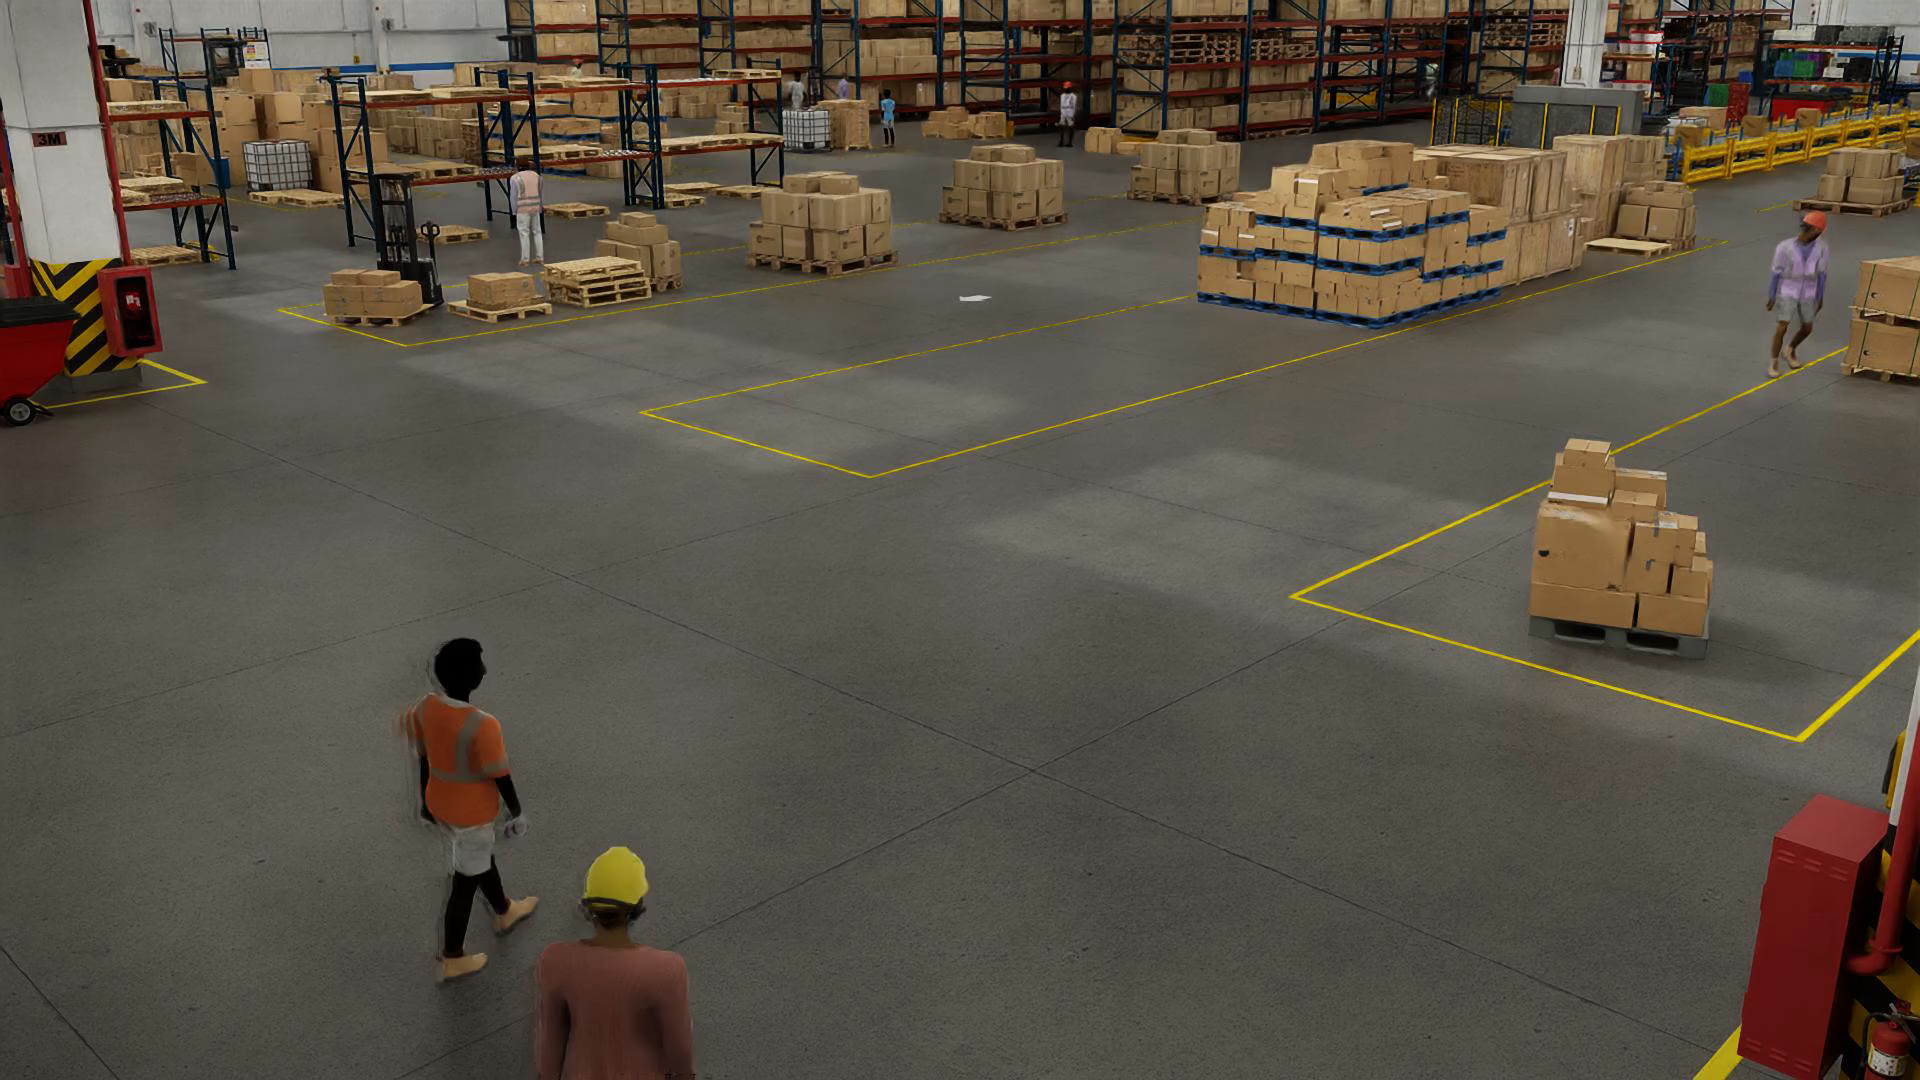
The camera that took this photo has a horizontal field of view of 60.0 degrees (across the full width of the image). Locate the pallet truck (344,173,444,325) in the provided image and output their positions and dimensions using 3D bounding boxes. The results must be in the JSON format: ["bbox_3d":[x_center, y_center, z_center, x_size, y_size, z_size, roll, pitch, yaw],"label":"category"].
[{"bbox_3d":[-8.209,-4.181,23.757,0.823,1.965,1.885,3,19,9],"label":"pallet truck"}]

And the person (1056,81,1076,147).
[{"bbox_3d":[3.113,-12.549,49.101,0.579,1.908,0.810,12,22,32],"label":"person"}]

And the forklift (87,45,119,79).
[{"bbox_3d":[-26.944,-14.161,52.447,1.873,2.768,1.129,6,19,18],"label":"forklift"}]

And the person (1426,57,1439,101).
[{"bbox_3d":[19.622,-19.163,69.188,0.576,1.818,0.810,15,23,38],"label":"person"}]

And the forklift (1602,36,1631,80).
[{"bbox_3d":[24.333,-17.287,61.864,1.129,2.768,1.873,17,25,41],"label":"forklift"}]

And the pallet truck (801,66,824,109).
[{"bbox_3d":[-4.812,-15.182,56.903,0.823,1.965,1.885,-9,21,-26],"label":"pallet truck"}]

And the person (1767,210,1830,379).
[{"bbox_3d":[10.088,-2.973,20.087,0.652,2.020,0.507,3,19,8],"label":"person"}]

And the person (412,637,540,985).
[{"bbox_3d":[-2.254,1.238,7.931,0.553,1.661,0.787,13,23,35],"label":"person"}]

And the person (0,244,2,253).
[{"bbox_3d":[-14.346,-4.296,24.199,0.645,1.933,0.725,-6,19,-18],"label":"person"}]

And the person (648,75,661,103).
[{"bbox_3d":[-9.857,-13.983,53.443,0.561,1.898,0.658,12,22,31],"label":"person"}]

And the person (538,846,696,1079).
[{"bbox_3d":[-1.190,1.893,5.828,0.548,1.751,0.399,2,18,6],"label":"person"}]

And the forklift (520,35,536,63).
[{"bbox_3d":[-16.455,-17.891,63.685,1.873,2.768,1.129,0,18,-1],"label":"forklift"}]

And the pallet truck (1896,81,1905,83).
[{"bbox_3d":[34.802,-16.331,61.455,0.653,1.274,1.630,17,25,41],"label":"pallet truck"}]

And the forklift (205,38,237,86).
[{"bbox_3d":[-26.396,-16.579,59.731,1.873,2.768,1.129,17,25,41],"label":"forklift"}]

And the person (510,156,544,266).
[{"bbox_3d":[-7.348,-5.576,28.229,0.431,1.836,0.619,15,23,38],"label":"person"}]

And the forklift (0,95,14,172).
[{"bbox_3d":[-24.269,-10.815,42.365,1.129,2.768,1.873,17,25,41],"label":"forklift"}]

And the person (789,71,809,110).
[{"bbox_3d":[-5.314,-14.539,55.075,0.626,1.911,1.001,-17,25,-42],"label":"person"}]

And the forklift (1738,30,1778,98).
[{"bbox_3d":[34.739,-20.584,71.798,1.129,2.768,1.873,-6,19,-16],"label":"forklift"}]

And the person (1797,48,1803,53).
[{"bbox_3d":[41.894,-23.692,82.991,0.518,1.705,0.414,-12,22,-32],"label":"person"}]

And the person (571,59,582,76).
[{"bbox_3d":[-14.531,-17.383,63.604,0.966,1.946,0.616,4,19,11],"label":"person"}]

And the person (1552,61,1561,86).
[{"bbox_3d":[22.898,-17.349,63.586,0.639,1.902,0.407,-2,18,-5],"label":"person"}]

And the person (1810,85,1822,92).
[{"bbox_3d":[30.474,-15.800,59.237,0.448,1.686,0.548,-2,18,-5],"label":"person"}]

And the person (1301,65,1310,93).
[{"bbox_3d":[14.195,-18.690,68.109,0.856,1.586,0.504,12,22,32],"label":"person"}]

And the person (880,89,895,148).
[{"bbox_3d":[-2.140,-12.439,49.103,0.316,1.699,0.542,16,24,40],"label":"person"}]

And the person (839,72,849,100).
[{"bbox_3d":[-3.959,-14.641,55.463,0.879,1.891,0.663,-6,19,-16],"label":"person"}]

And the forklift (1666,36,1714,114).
[{"bbox_3d":[27.341,-17.291,61.877,1.129,2.768,1.873,17,25,41],"label":"forklift"}]
